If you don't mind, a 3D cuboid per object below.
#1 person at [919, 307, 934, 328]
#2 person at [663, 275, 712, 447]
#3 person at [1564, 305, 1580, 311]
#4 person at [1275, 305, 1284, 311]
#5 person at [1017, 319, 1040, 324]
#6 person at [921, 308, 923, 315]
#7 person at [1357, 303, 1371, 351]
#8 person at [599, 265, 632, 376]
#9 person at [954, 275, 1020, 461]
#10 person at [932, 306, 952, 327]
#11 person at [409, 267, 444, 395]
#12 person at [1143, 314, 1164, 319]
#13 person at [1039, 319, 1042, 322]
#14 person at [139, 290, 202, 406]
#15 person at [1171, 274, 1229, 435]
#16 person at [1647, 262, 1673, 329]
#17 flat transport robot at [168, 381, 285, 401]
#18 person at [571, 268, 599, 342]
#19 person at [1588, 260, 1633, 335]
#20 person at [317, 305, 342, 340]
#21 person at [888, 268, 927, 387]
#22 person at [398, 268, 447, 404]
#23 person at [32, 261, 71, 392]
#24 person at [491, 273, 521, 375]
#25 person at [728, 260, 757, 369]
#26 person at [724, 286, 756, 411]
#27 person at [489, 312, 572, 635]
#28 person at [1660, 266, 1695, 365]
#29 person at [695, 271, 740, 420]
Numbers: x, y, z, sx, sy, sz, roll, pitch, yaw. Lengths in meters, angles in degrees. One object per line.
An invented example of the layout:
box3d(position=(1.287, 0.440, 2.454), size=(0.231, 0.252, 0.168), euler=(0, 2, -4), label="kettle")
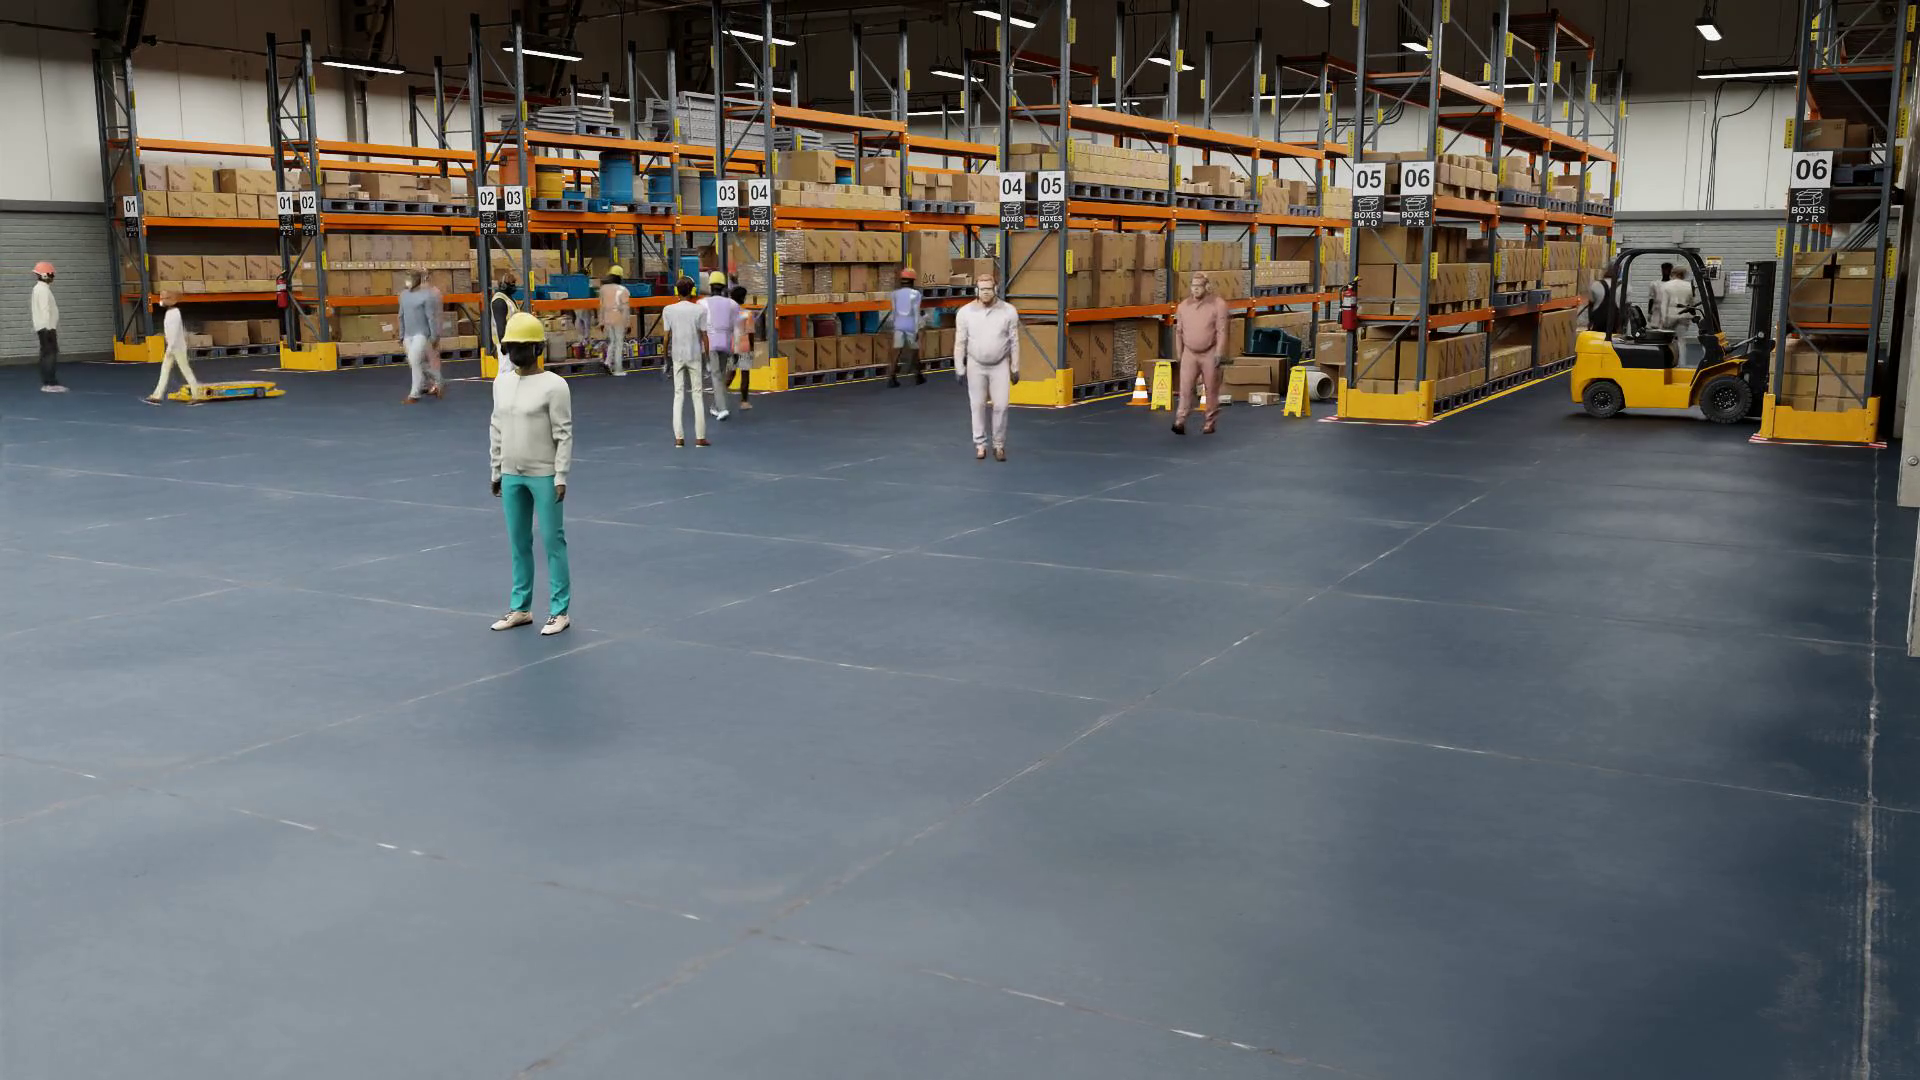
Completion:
box3d(position=(-0.924, -6.184, 42.760), size=(0.657, 1.928, 0.416), euler=(9, 13, 44), label="person")
box3d(position=(-2.963, -1.932, 18.069), size=(0.534, 1.864, 0.310), euler=(0, 10, 2), label="person")
box3d(position=(13.241, -4.960, 35.828), size=(0.695, 1.865, 0.581), euler=(5, 11, 28), label="person")
box3d(position=(7.148, -5.186, 37.648), size=(0.609, 1.687, 0.540), euler=(-4, 11, -23), label="person")
box3d(position=(0.925, -3.357, 26.122), size=(0.646, 1.955, 0.841), euler=(4, 10, 20), label="person")
box3d(position=(-1.078, -5.161, 37.048), size=(0.633, 1.839, 0.429), euler=(7, 12, 35), label="person")
box3d(position=(8.861, -5.057, 36.388), size=(0.510, 1.860, 0.333), euler=(2, 10, 12), label="person")
box3d(position=(-5.925, -3.770, 28.671), size=(0.617, 1.913, 0.411), euler=(4, 11, 24), label="person")
box3d(position=(0.271, -1.737, 16.864), size=(0.673, 1.881, 0.662), euler=(0, 10, 0), label="person")
box3d(position=(-0.397, -5.106, 36.844), size=(0.583, 1.800, 0.968), euler=(7, 12, 37), label="person")
box3d(position=(-8.032, -3.127, 24.934), size=(0.639, 1.911, 0.406), euler=(6, 11, 31), label="person")
box3d(position=(4.025, -4.716, 34.432), size=(0.619, 1.845, 0.430), euler=(9, 13, 43), label="person")
box3d(position=(1.159, -3.876, 28.933), size=(0.613, 2.039, 0.393), euler=(6, 11, 31), label="person")
box3d(position=(-10.926, -2.633, 22.927), size=(0.823, 1.592, 0.517), euler=(-7, 12, -36), label="person")
box3d(position=(2.753, -2.128, 19.218), size=(0.656, 1.856, 1.004), euler=(4, 11, 23), label="person")
box3d(position=(13.807, -4.469, 32.660), size=(0.631, 1.944, 0.688), euler=(6, 12, 33), label="person")
box3d(position=(-10.632, -2.171, 24.125), size=(0.652, 0.197, 1.431), euler=(7, 12, 36), label="flat transport robot")
box3d(position=(-7.141, -4.251, 31.689), size=(0.550, 1.849, 0.504), euler=(4, 11, 24), label="person")
box3d(position=(10.895, -3.698, 27.892), size=(0.693, 2.000, 0.672), euler=(5, 11, 27), label="person")
box3d(position=(-12.383, -4.461, 32.785), size=(0.548, 1.899, 0.924), euler=(4, 11, 24), label="person")
box3d(position=(-0.860, -3.387, 26.526), size=(0.554, 1.891, 0.997), euler=(5, 11, 26), label="person")
box3d(position=(-7.632, -2.892, 23.549), size=(0.637, 1.920, 0.828), euler=(6, 11, 31), label="person")
box3d(position=(-13.958, -3.259, 25.457), size=(0.394, 1.993, 0.618), euler=(-7, 12, -36), label="person")
box3d(position=(-6.057, -2.650, 22.338), size=(0.429, 1.841, 0.633), euler=(0, 10, -3), label="person")
box3d(position=(-3.737, -3.742, 28.277), size=(0.615, 2.009, 0.685), euler=(5, 11, 25), label="person")
box3d(position=(-2.991, -2.551, 22.222), size=(0.543, 1.679, 0.482), euler=(4, 10, 20), label="person")
box3d(position=(-2.366, -0.360, 9.147), size=(0.522, 1.771, 0.307), euler=(4, 11, 23), label="person")
box3d(position=(12.583, -3.859, 29.260), size=(0.649, 1.885, 0.910), euler=(0, 10, 0), label="person")
box3d(position=(-3.090, -2.468, 21.168), size=(0.602, 1.885, 0.976), euler=(-5, 11, -26), label="person")
